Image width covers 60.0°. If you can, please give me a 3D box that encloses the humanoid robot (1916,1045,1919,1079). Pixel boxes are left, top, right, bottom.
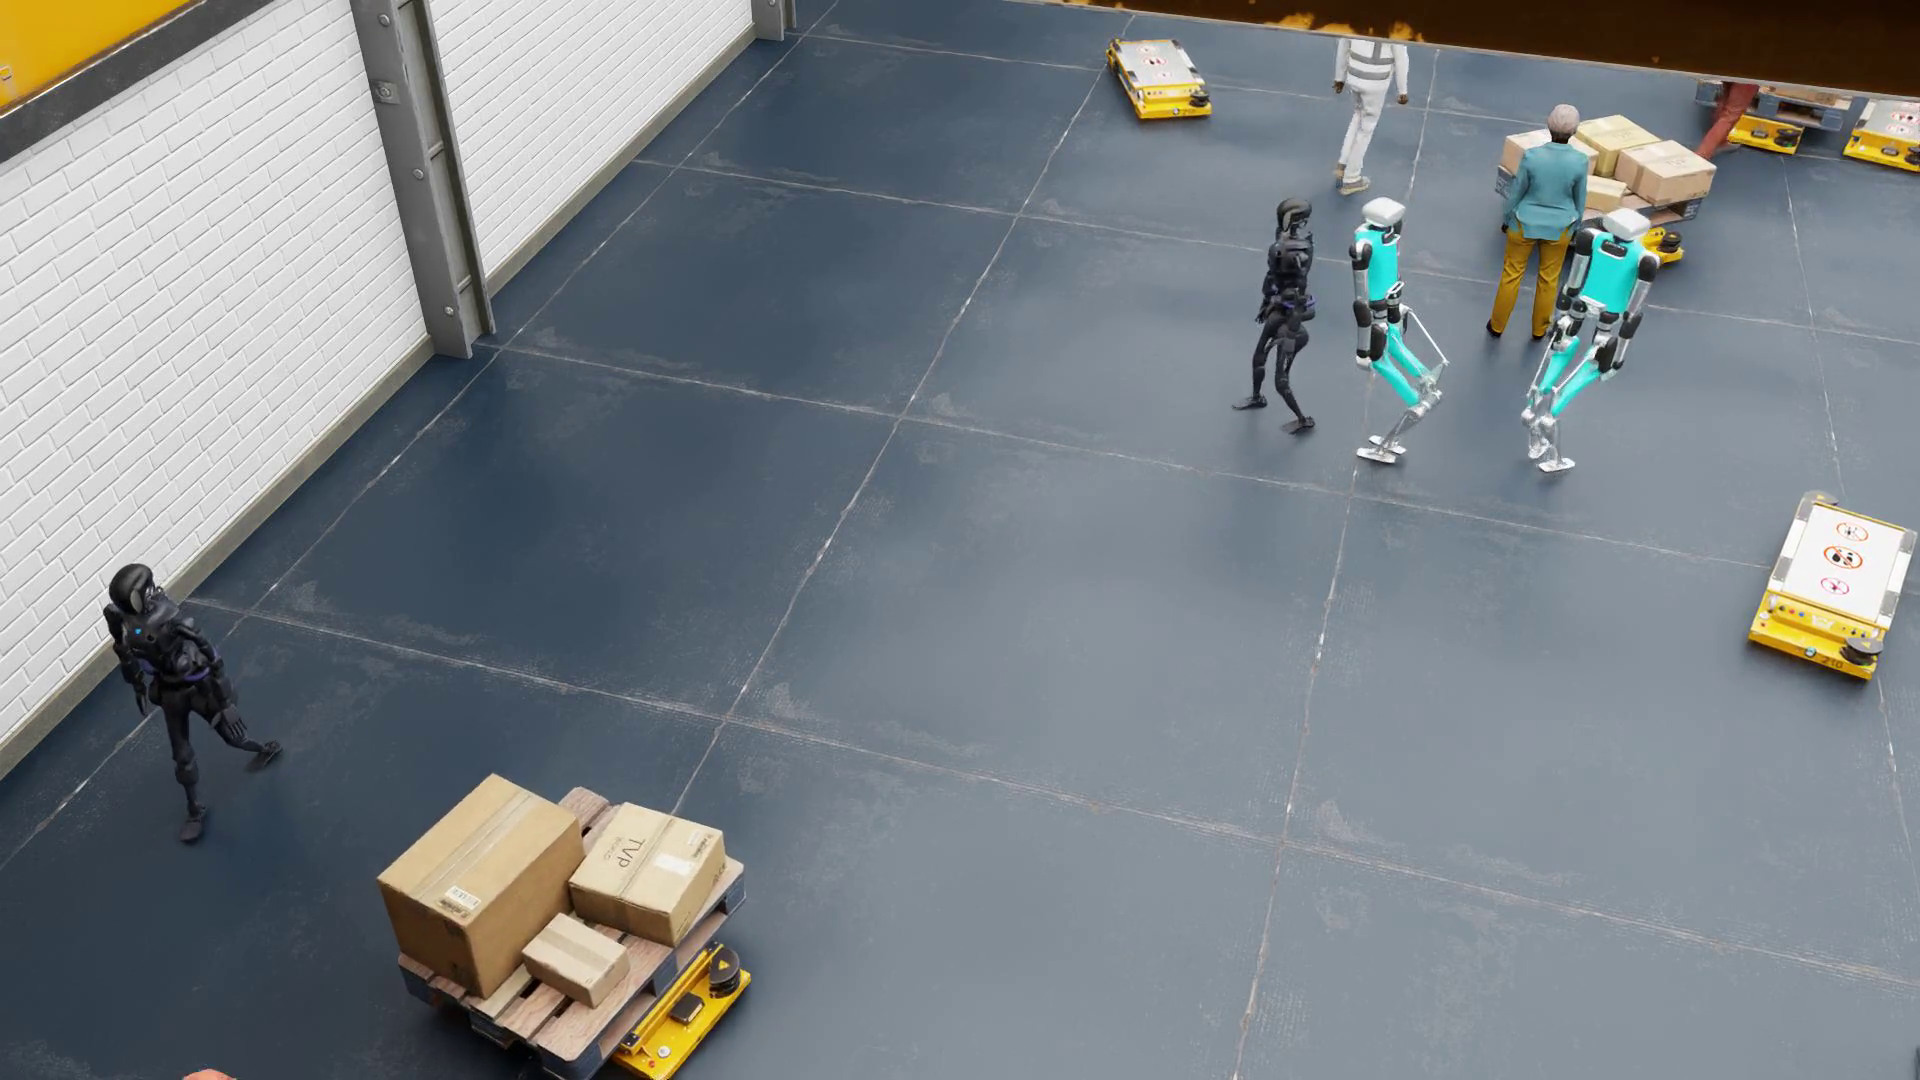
[{"bbox_3d":[4.218,1.883,6.572,0.608,1.618,0.778,11,40,13],"label":"humanoid robot"}]

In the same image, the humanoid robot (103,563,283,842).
[{"bbox_3d":[-3.735,0.690,8.067,0.586,1.637,0.714,7,39,9],"label":"humanoid robot"}]

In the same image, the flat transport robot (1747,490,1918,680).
[{"bbox_3d":[5.117,0.232,9.715,0.659,0.231,1.431,22,44,25],"label":"flat transport robot"}]

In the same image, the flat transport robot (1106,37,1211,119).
[{"bbox_3d":[1.815,-4.271,15.317,0.659,0.231,1.431,-5,39,-7],"label":"flat transport robot"}]

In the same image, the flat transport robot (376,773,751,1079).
[{"bbox_3d":[-1.735,1.909,7.630,1.431,0.231,0.659,20,43,23],"label":"flat transport robot"}]

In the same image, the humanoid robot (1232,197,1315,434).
[{"bbox_3d":[2.116,-1.447,10.698,0.439,1.642,0.591,-7,39,-9],"label":"humanoid robot"}]

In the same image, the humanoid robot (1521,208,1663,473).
[{"bbox_3d":[3.743,-1.117,10.221,0.801,1.766,0.531,-29,47,-31],"label":"humanoid robot"}]

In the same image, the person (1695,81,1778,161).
[{"bbox_3d":[6.365,-3.854,13.560,0.884,1.832,0.550,-16,41,-19],"label":"person"}]

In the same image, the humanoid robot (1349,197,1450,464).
[{"bbox_3d":[2.753,-1.246,10.347,0.816,1.711,0.530,25,45,27],"label":"humanoid robot"}]

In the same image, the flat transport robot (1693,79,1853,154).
[{"bbox_3d":[7.201,-3.832,14.770,0.659,0.231,1.431,20,43,23],"label":"flat transport robot"}]

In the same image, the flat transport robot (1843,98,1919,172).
[{"bbox_3d":[8.208,-3.608,14.492,0.659,0.231,1.431,23,44,25],"label":"flat transport robot"}]

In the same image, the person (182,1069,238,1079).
[{"bbox_3d":[-2.408,2.428,5.669,0.565,1.912,0.416,-8,40,-10],"label":"person"}]

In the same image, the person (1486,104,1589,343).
[{"bbox_3d":[4.026,-2.175,11.527,0.520,1.752,0.341,8,40,10],"label":"person"}]

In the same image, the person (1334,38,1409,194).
[{"bbox_3d":[3.324,-3.675,13.297,0.505,1.870,0.587,-23,44,-26],"label":"person"}]

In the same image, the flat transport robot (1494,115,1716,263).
[{"bbox_3d":[5.001,-2.567,13.197,0.659,0.231,1.431,-14,41,-16],"label":"flat transport robot"}]
